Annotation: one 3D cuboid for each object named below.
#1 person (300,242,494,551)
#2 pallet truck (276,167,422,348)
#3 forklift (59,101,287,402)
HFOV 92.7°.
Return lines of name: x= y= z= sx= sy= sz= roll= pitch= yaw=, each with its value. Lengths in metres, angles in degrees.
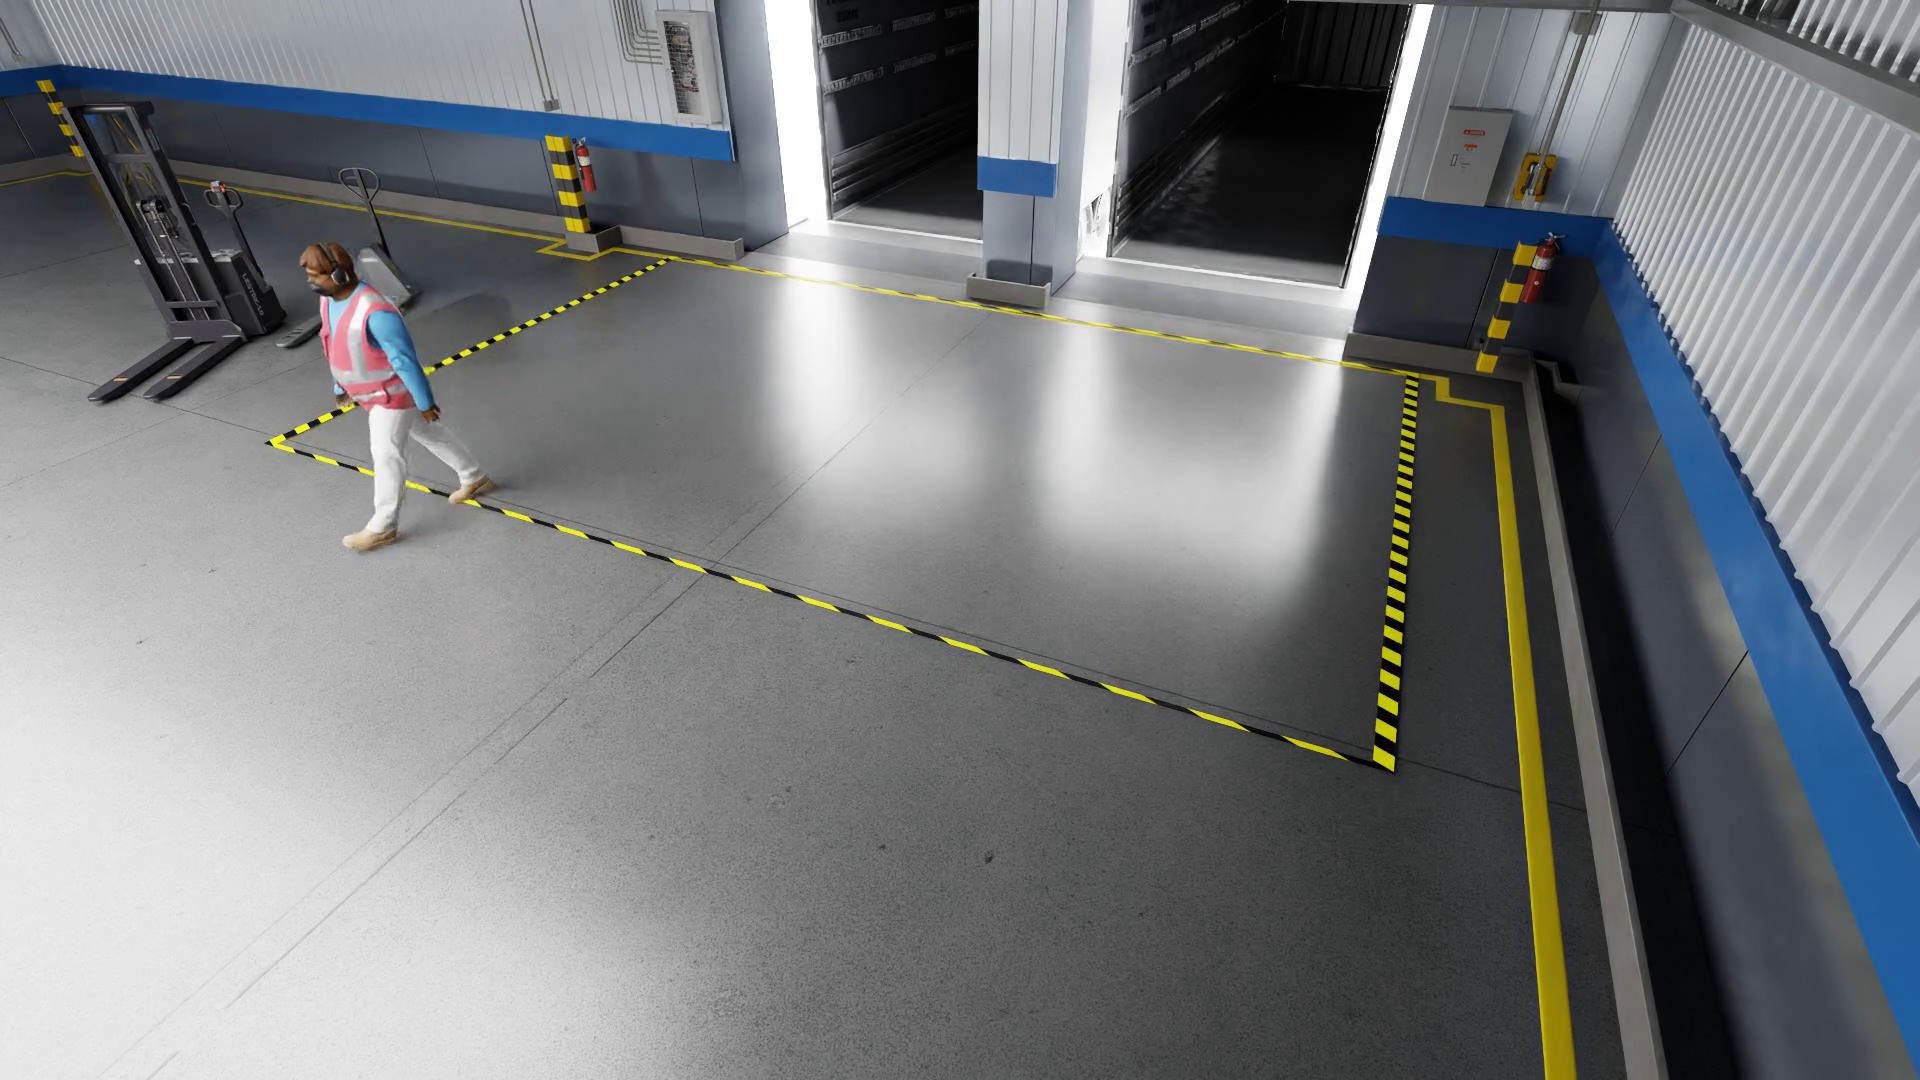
person: x=-3.459 y=-0.857 z=5.420 sx=0.622 sy=1.790 sz=0.971 roll=27 pitch=43 yaw=33
pallet truck: x=-5.732 y=-2.611 z=8.414 sx=0.680 sy=1.201 sz=1.601 roll=-1 pitch=35 yaw=-1
forklift: x=-6.686 y=-2.387 z=7.434 sx=0.823 sy=1.965 sz=1.885 roll=-3 pitch=35 yaw=-5
